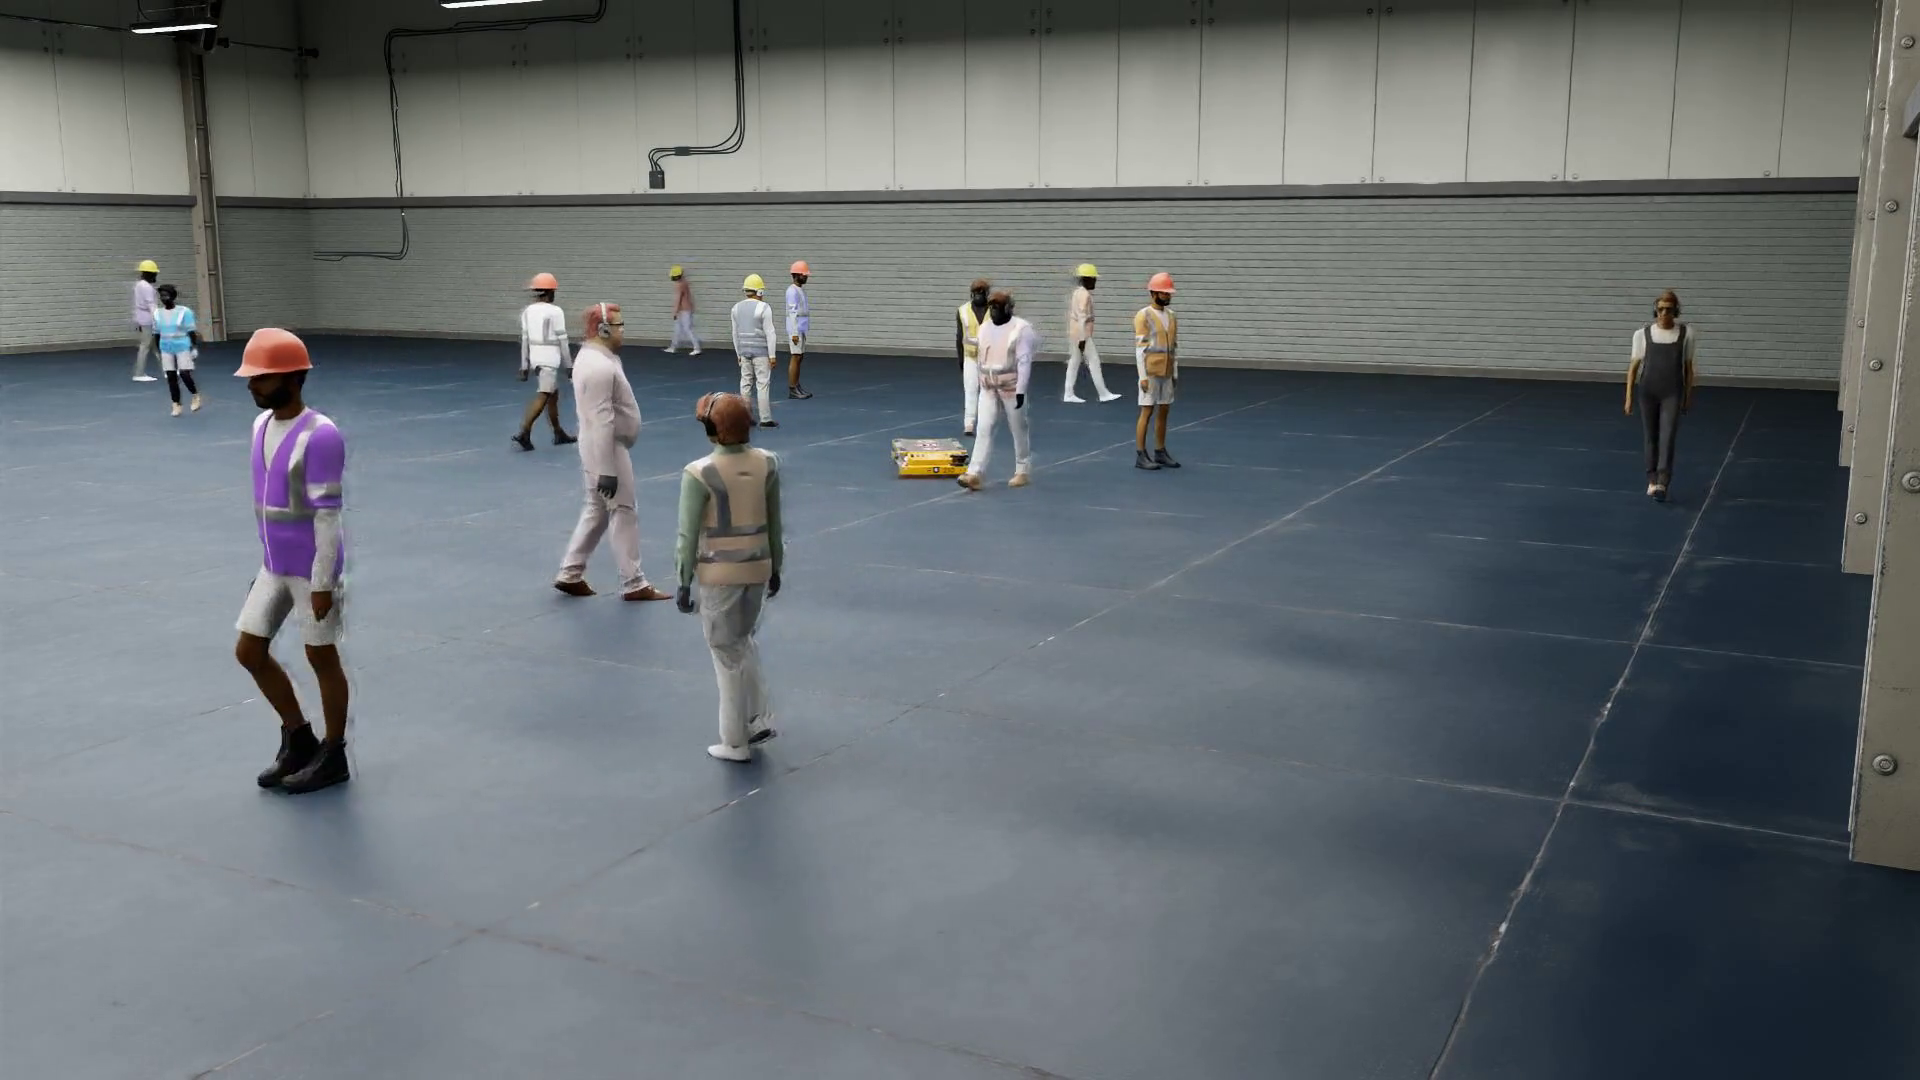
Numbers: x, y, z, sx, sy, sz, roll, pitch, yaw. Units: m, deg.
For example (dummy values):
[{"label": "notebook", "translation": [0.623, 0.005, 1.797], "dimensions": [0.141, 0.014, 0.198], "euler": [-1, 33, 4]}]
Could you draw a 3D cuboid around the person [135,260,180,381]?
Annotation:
[{"label": "person", "translation": [-12.699, -3.461, 26.321], "dimensions": [0.892, 1.889, 0.610], "euler": [-7, 12, -33]}]

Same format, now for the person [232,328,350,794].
[{"label": "person", "translation": [-2.746, 0.108, 6.766], "dimensions": [0.569, 1.924, 0.496], "euler": [7, 13, 35]}]

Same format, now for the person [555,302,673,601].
[{"label": "person", "translation": [-2.222, -0.537, 10.459], "dimensions": [0.615, 1.920, 0.667], "euler": [-3, 11, -18]}]

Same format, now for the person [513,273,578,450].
[{"label": "person", "translation": [-4.543, -1.929, 17.972], "dimensions": [0.541, 1.905, 0.945], "euler": [7, 13, 35]}]

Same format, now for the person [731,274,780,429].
[{"label": "person", "translation": [-2.420, -2.231, 19.770], "dimensions": [0.590, 1.837, 0.404], "euler": [6, 12, 30]}]

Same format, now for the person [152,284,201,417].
[{"label": "person", "translation": [-9.936, -2.405, 21.099], "dimensions": [0.567, 1.686, 0.391], "euler": [0, 10, 0]}]

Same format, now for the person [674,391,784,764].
[{"label": "person", "translation": [-1.009, 0.168, 7.234], "dimensions": [0.378, 1.625, 0.537], "euler": [9, 14, 41]}]

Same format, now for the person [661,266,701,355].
[{"label": "person", "translation": [-5.364, -4.379, 31.820], "dimensions": [0.839, 1.703, 0.590], "euler": [-1, 10, -6]}]

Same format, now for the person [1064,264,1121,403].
[{"label": "person", "translation": [1.822, -2.807, 22.731], "dimensions": [0.871, 1.893, 0.612], "euler": [-1, 10, -4]}]

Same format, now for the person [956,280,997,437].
[{"label": "person", "translation": [0.266, -2.102, 19.214], "dimensions": [0.639, 1.793, 0.979], "euler": [1, 10, 6]}]

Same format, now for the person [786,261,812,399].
[{"label": "person", "translation": [-2.253, -2.950, 23.416], "dimensions": [0.363, 1.934, 0.553], "euler": [1, 10, 6]}]

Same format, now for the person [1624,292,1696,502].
[{"label": "person", "translation": [6.061, -1.236, 14.444], "dimensions": [0.526, 1.793, 0.960], "euler": [5, 11, 25]}]

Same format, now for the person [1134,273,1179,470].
[{"label": "person", "translation": [1.960, -1.650, 16.367], "dimensions": [0.556, 1.932, 0.381], "euler": [-9, 13, -39]}]

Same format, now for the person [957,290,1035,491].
[{"label": "person", "translation": [0.354, -1.337, 14.989], "dimensions": [0.637, 1.790, 0.947], "euler": [7, 12, 33]}]

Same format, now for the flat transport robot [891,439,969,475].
[{"label": "flat transport robot", "translation": [-0.307, -0.835, 16.425], "dimensions": [0.652, 0.197, 1.431], "euler": [-1, 10, -6]}]
